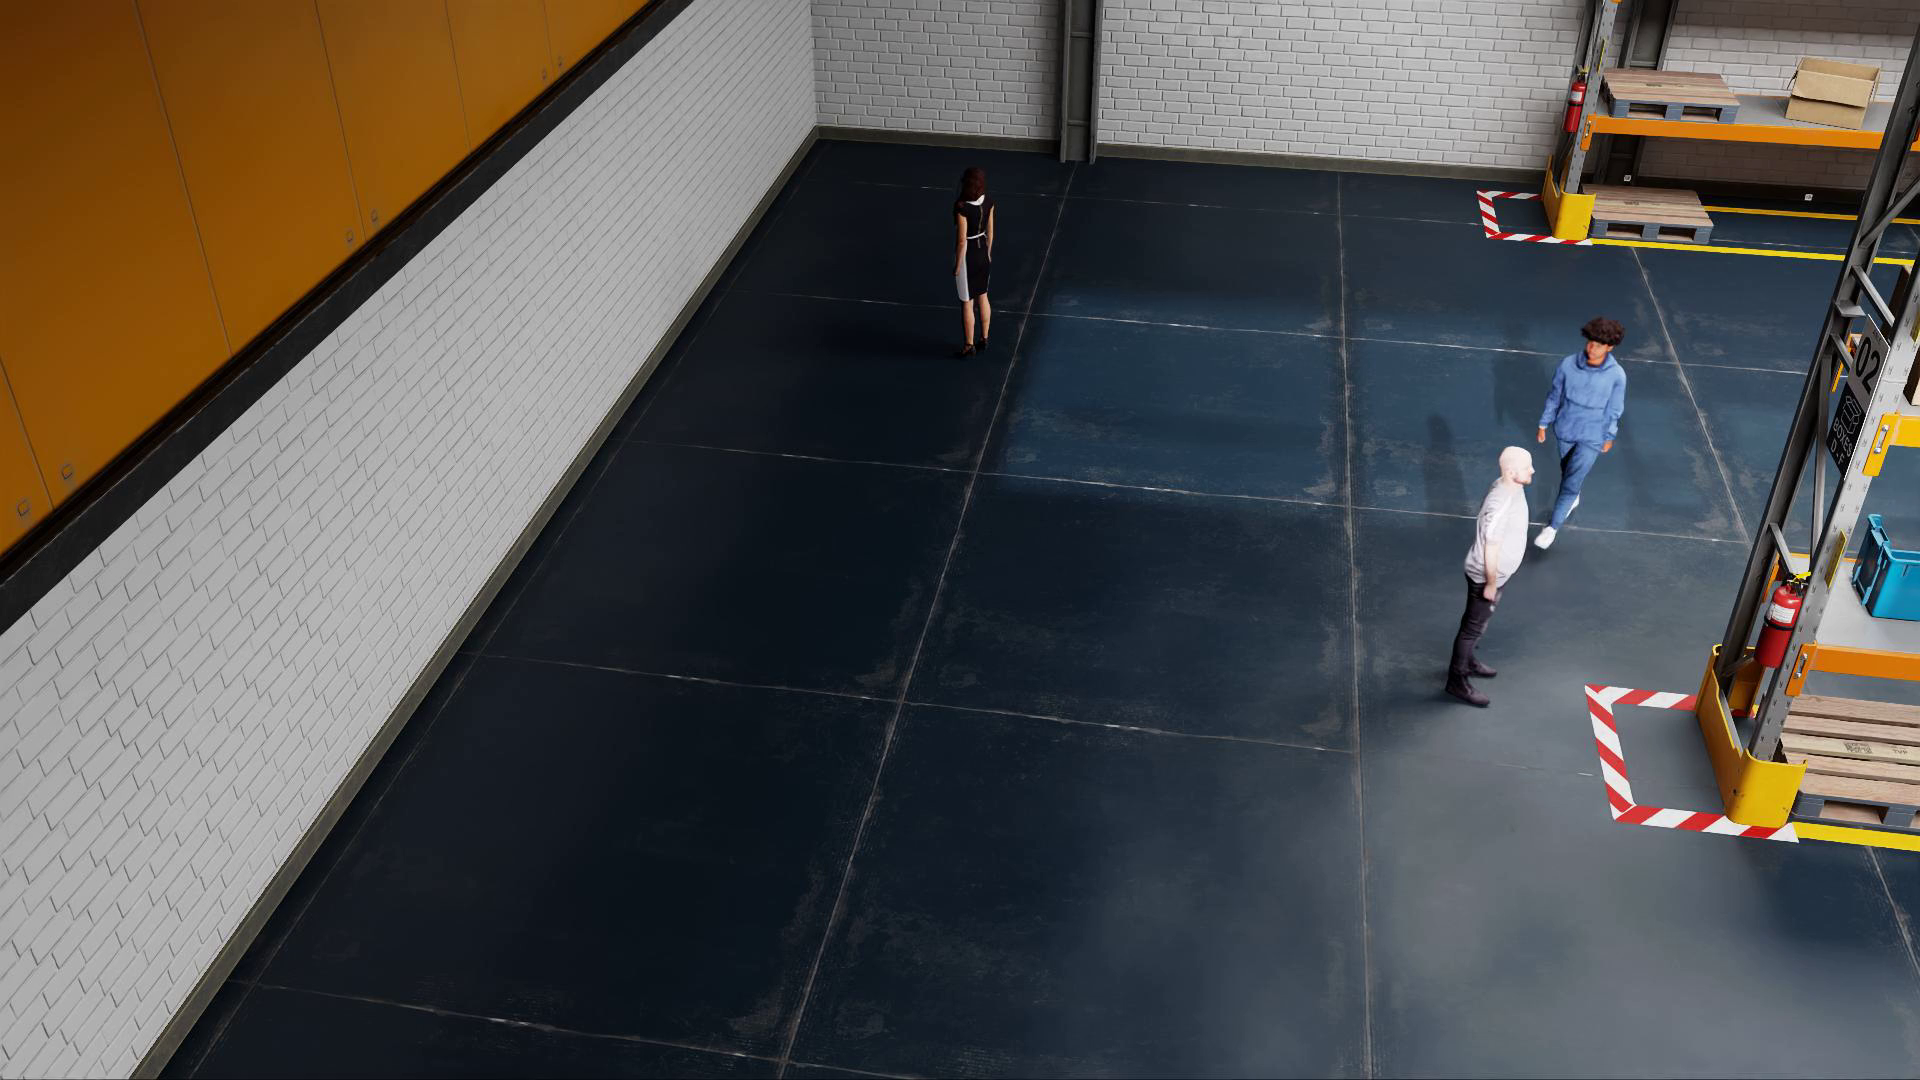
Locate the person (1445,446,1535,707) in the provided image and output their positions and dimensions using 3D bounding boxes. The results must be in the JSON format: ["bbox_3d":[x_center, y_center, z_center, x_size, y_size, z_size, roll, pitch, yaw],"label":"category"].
[{"bbox_3d":[3.438,0.189,10.810,0.700,1.831,0.728,16,37,22],"label":"person"}]

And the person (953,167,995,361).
[{"bbox_3d":[0.117,-2.464,14.836,0.650,1.793,0.685,-26,41,-33],"label":"person"}]

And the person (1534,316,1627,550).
[{"bbox_3d":[4.667,-0.850,12.434,1.205,1.764,1.131,26,41,33],"label":"person"}]
